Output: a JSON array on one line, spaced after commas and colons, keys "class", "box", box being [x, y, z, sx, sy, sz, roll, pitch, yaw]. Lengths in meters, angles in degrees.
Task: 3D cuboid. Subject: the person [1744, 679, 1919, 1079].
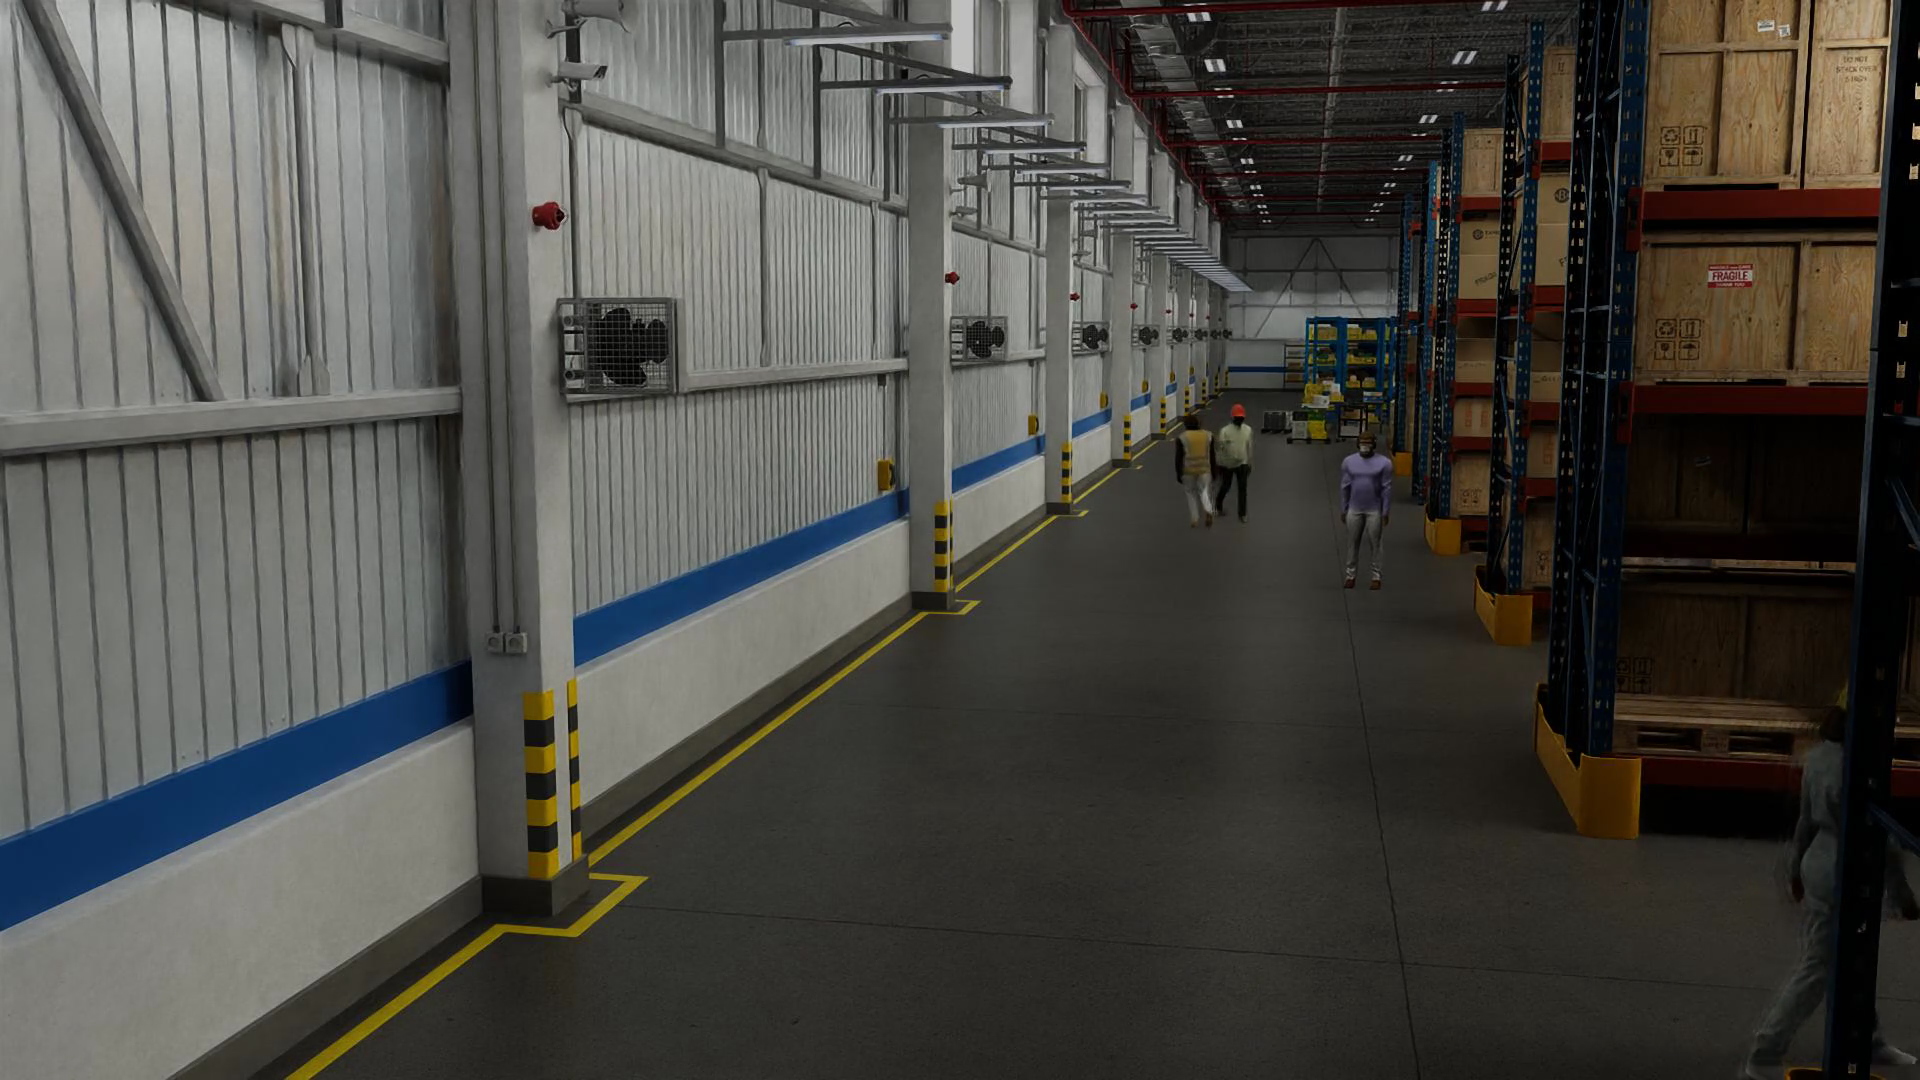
[{"class": "person", "box": [3.616, 1.408, 6.850, 0.805, 1.703, 0.491, 0, 7, 3]}]

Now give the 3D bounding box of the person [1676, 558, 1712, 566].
[{"class": "person", "box": [5.673, 0.629, 12.988, 0.844, 1.720, 0.569, 1, 7, 9]}]

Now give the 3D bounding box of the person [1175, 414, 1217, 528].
[{"class": "person", "box": [3.710, -1.080, 26.274, 0.678, 1.810, 0.437, -1, 7, -9]}]

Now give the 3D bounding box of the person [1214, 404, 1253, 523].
[{"class": "person", "box": [4.475, -1.278, 27.362, 0.661, 1.951, 0.930, -2, 7, -15]}]

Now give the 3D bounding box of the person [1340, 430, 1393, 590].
[{"class": "person", "box": [4.892, -0.357, 20.049, 0.624, 1.931, 0.368, 4, 8, 26]}]
